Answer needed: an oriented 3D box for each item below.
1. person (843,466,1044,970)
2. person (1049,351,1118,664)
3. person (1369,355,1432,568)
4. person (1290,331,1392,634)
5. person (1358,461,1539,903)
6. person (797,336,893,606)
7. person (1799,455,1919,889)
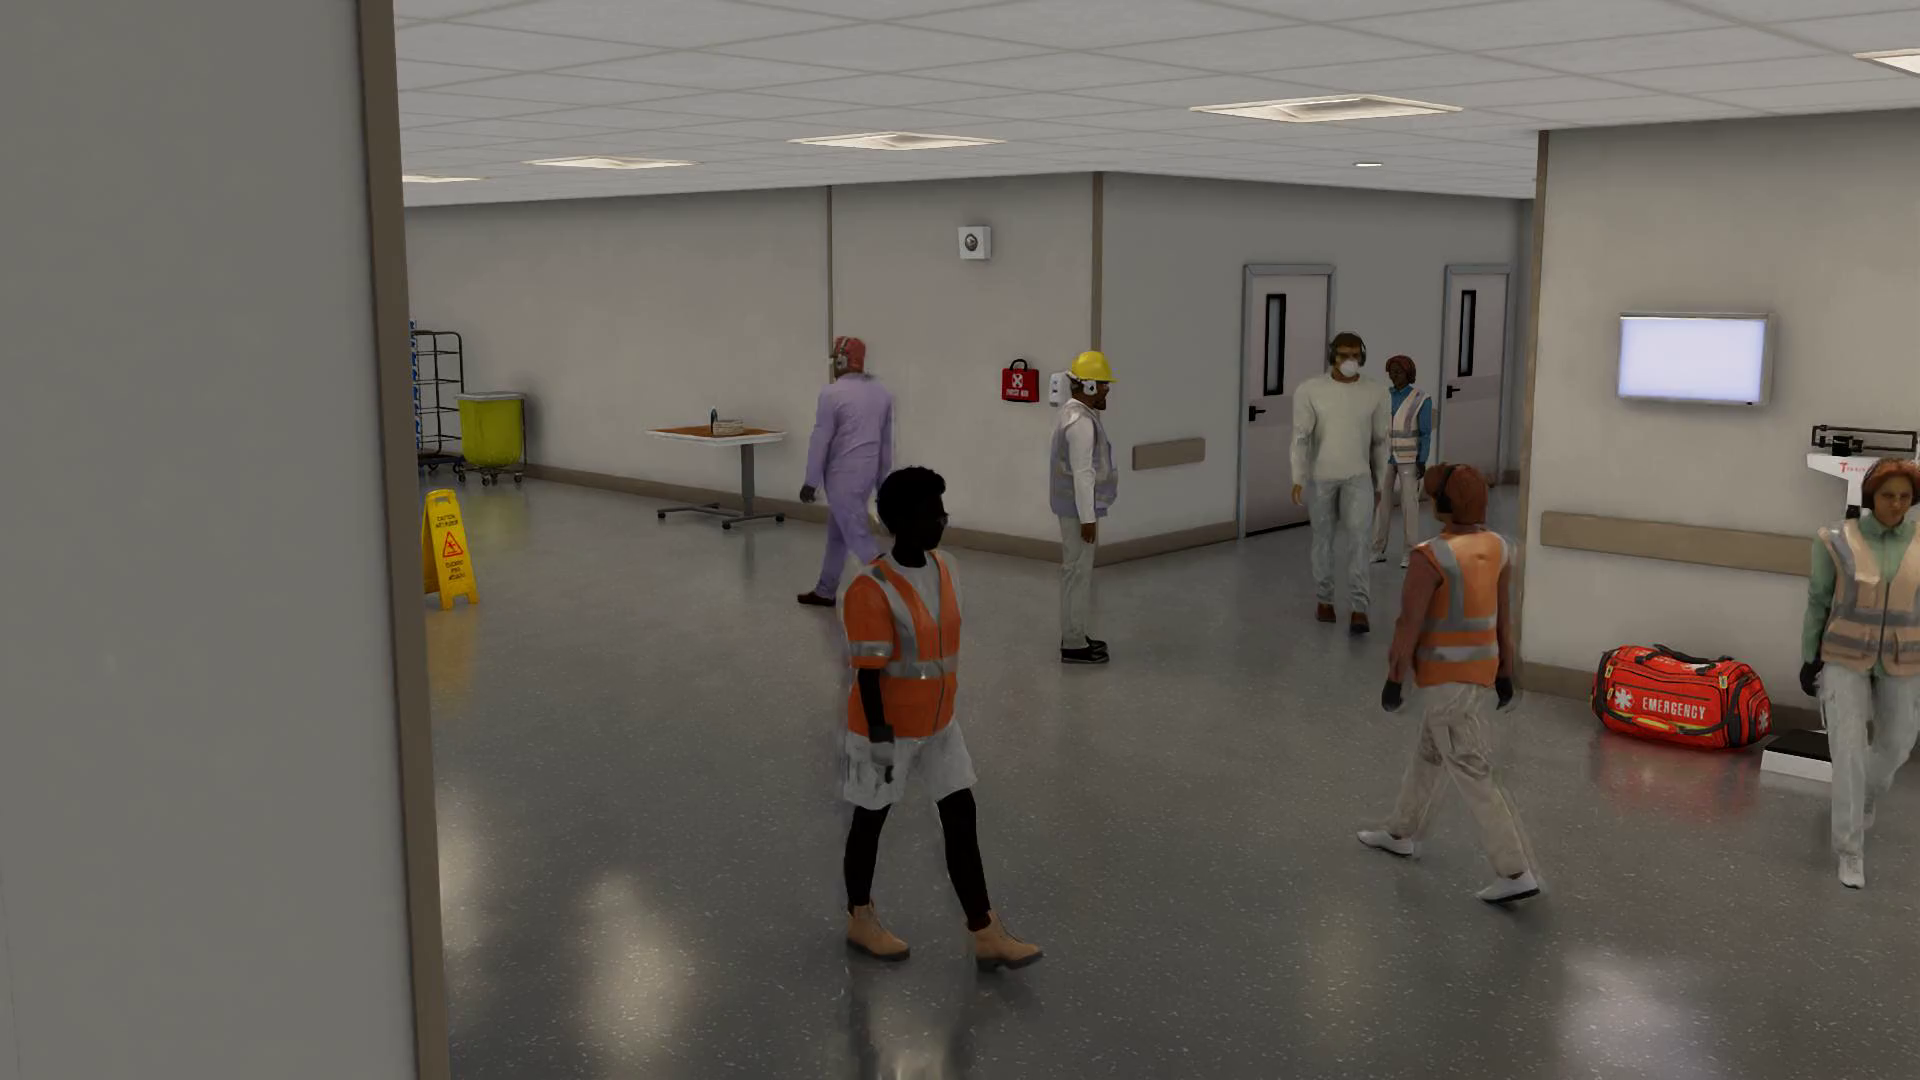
[{"bbox_3d":[-0.087,0.601,5.341,0.796,1.663,0.554,7,12,39],"label":"person"},{"bbox_3d":[0.722,-0.190,9.753,0.403,1.824,0.594,0,9,-1],"label":"person"},{"bbox_3d":[3.386,-0.609,12.869,0.514,1.641,0.309,7,12,38],"label":"person"},{"bbox_3d":[2.409,-0.355,10.535,0.636,1.901,0.948,2,9,10],"label":"person"},{"bbox_3d":[1.853,0.506,6.177,0.529,1.594,0.885,-7,12,-37],"label":"person"},{"bbox_3d":[-0.705,-0.419,11.039,0.998,1.866,0.638,6,11,30],"label":"person"},{"bbox_3d":[3.512,0.462,6.401,0.531,1.609,0.739,3,10,16],"label":"person"}]
